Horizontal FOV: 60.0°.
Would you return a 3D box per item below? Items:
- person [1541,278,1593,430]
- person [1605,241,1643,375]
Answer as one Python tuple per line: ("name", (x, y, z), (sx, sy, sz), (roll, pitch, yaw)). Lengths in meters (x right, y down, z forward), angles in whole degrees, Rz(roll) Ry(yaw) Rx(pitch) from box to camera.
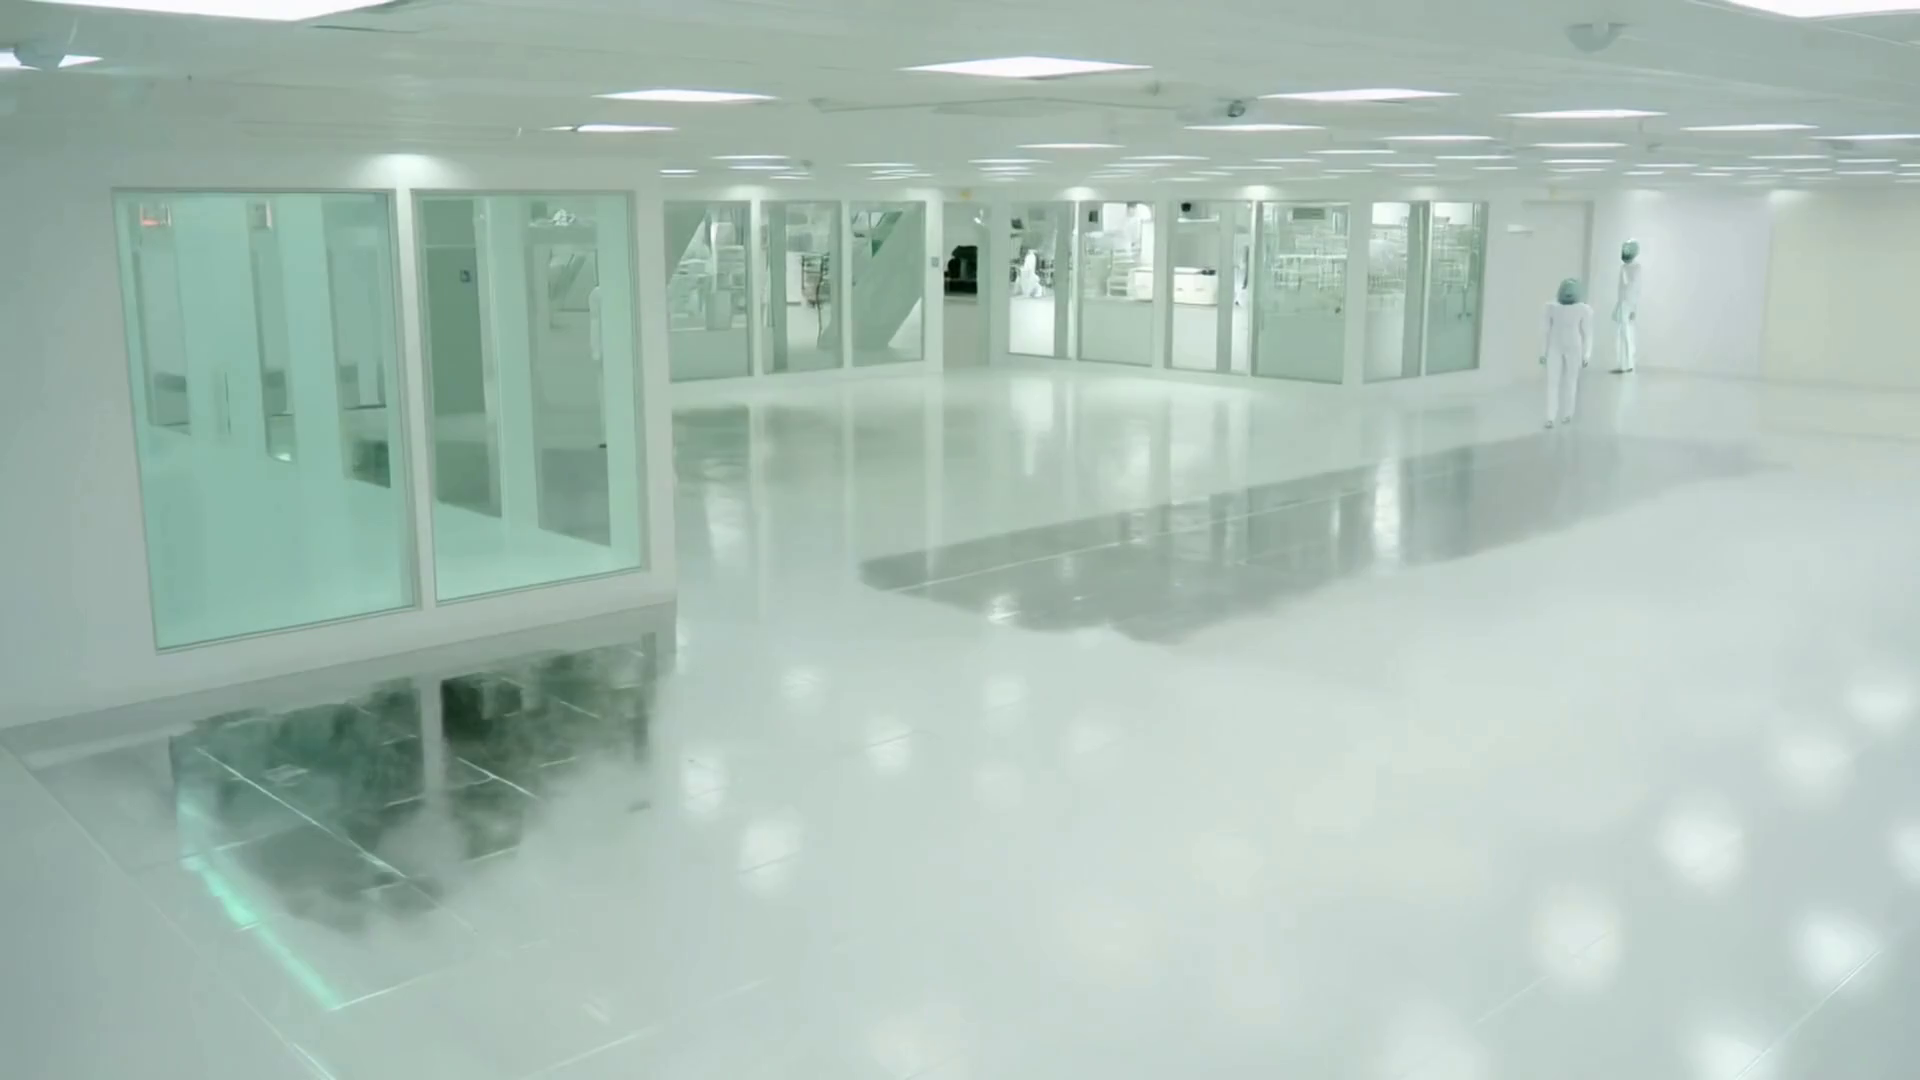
("person", (6.410, -1.967, 17.599), (0.517, 1.582, 0.877), (6, 13, 27))
("person", (9.320, -3.241, 23.301), (0.520, 1.871, 0.326), (-11, 15, -43))
